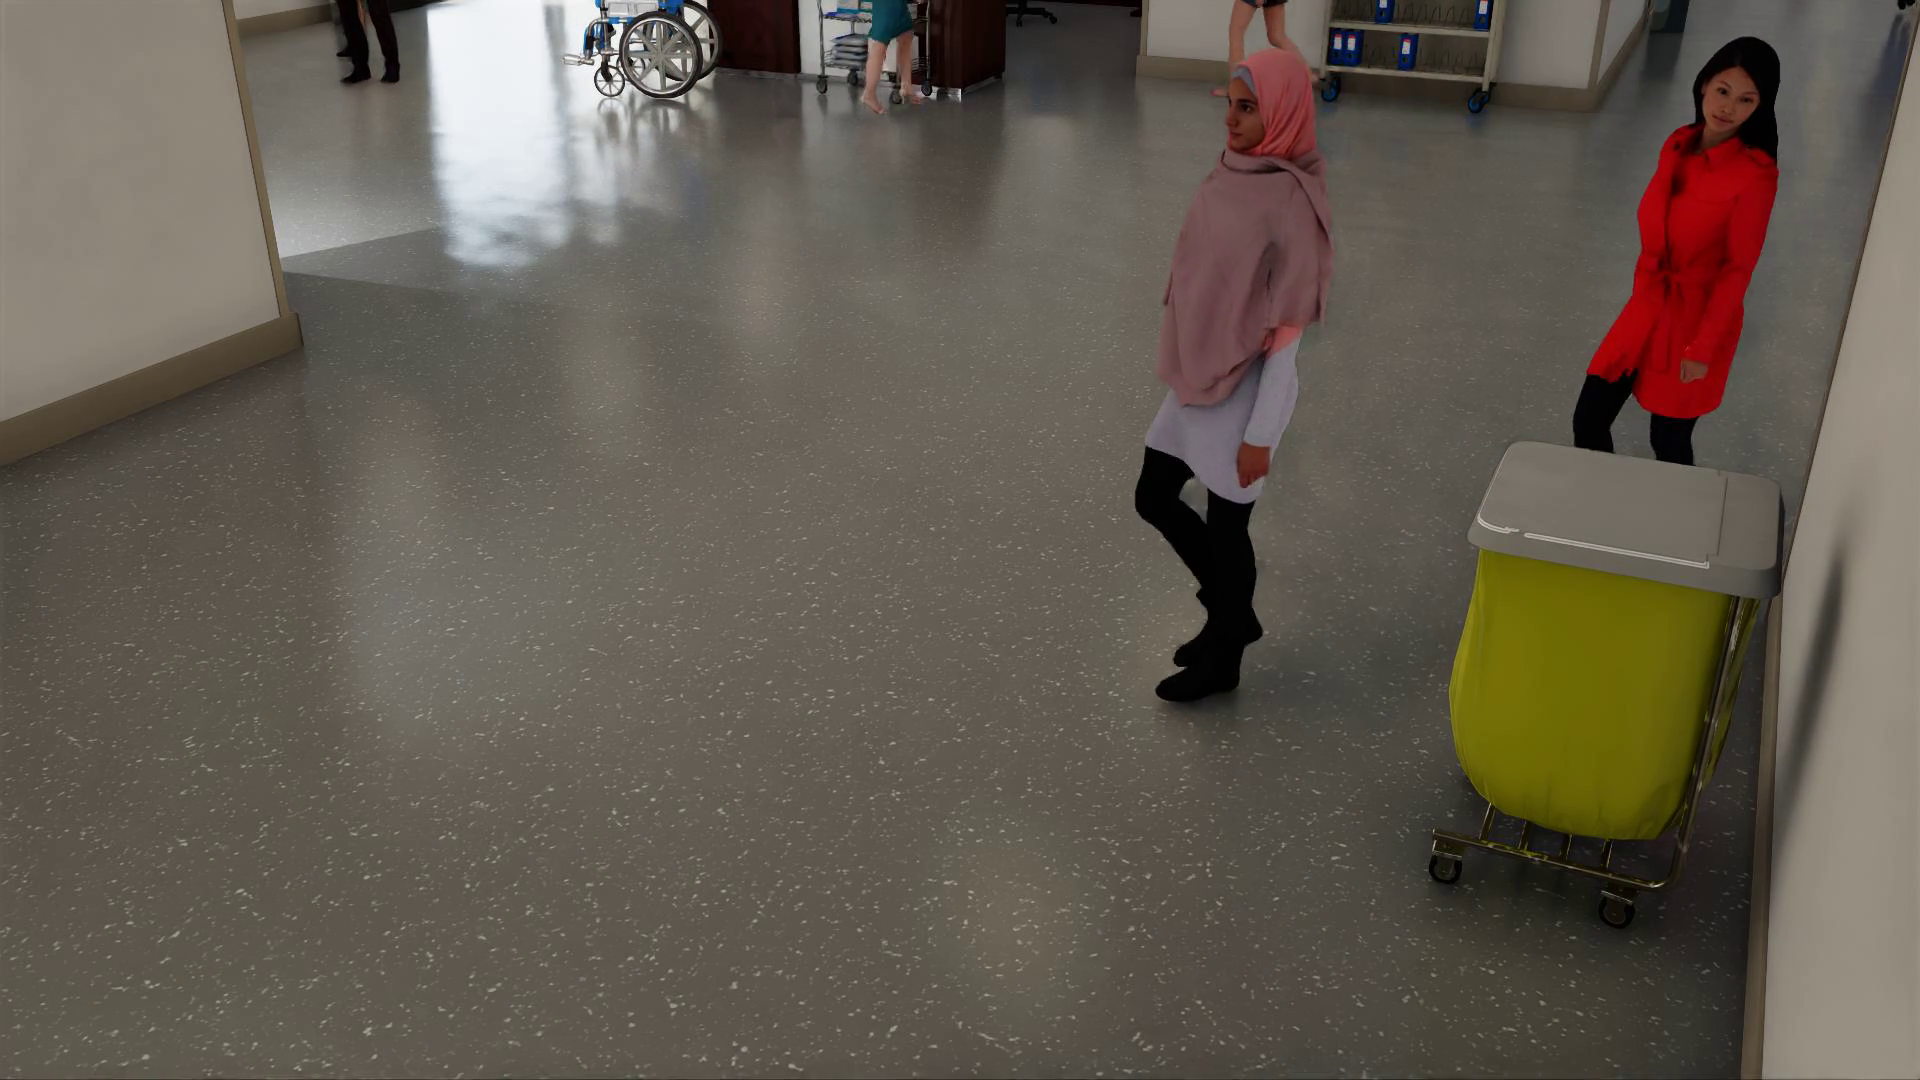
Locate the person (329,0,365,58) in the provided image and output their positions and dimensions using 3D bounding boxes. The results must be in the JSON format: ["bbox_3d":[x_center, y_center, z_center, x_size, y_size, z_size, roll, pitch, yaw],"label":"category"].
[{"bbox_3d":[-5.258,-4.916,14.094,0.637,1.556,0.630,1,26,1],"label":"person"}]

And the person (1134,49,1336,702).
[{"bbox_3d":[0.798,-0.384,4.419,0.830,1.796,0.767,-9,27,-18],"label":"person"}]

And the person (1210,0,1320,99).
[{"bbox_3d":[2.288,-4.024,12.104,1.106,1.678,0.774,20,32,35],"label":"person"}]

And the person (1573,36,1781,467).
[{"bbox_3d":[2.216,-0.619,4.989,0.835,1.723,0.774,-9,27,-17],"label":"person"}]

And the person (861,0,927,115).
[{"bbox_3d":[-0.598,-3.851,11.760,0.872,1.666,0.808,-6,26,-13],"label":"person"}]

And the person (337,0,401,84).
[{"bbox_3d":[-4.696,-4.499,12.880,0.633,1.860,0.803,3,26,7],"label":"person"}]
